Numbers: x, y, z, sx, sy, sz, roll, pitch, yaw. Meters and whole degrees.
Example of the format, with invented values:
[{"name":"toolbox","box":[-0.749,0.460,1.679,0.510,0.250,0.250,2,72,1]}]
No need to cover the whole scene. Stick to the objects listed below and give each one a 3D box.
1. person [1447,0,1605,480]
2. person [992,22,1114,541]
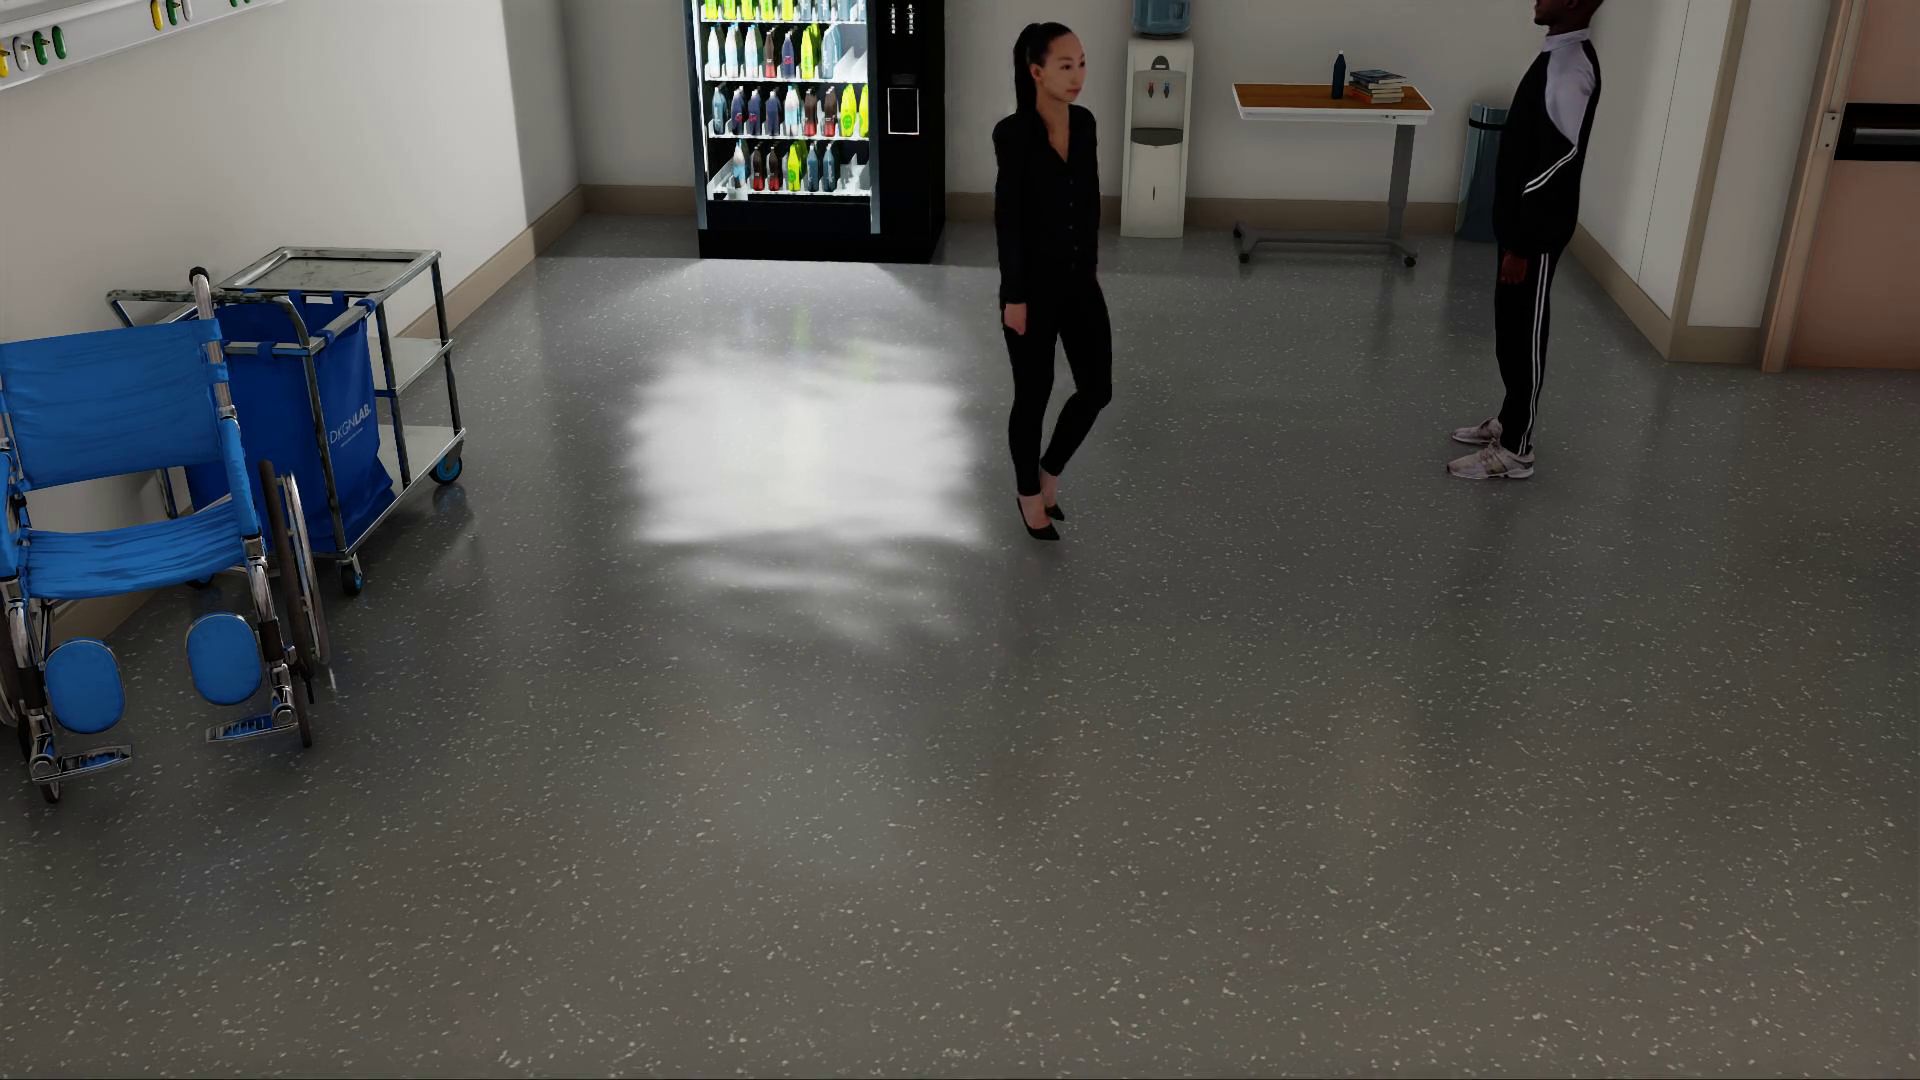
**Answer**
[{"name":"person","box":[2.044,-1.122,5.883,0.636,1.828,0.704,8,27,17]},{"name":"person","box":[0.234,-0.794,5.347,0.696,1.701,0.763,-19,31,-34]}]
